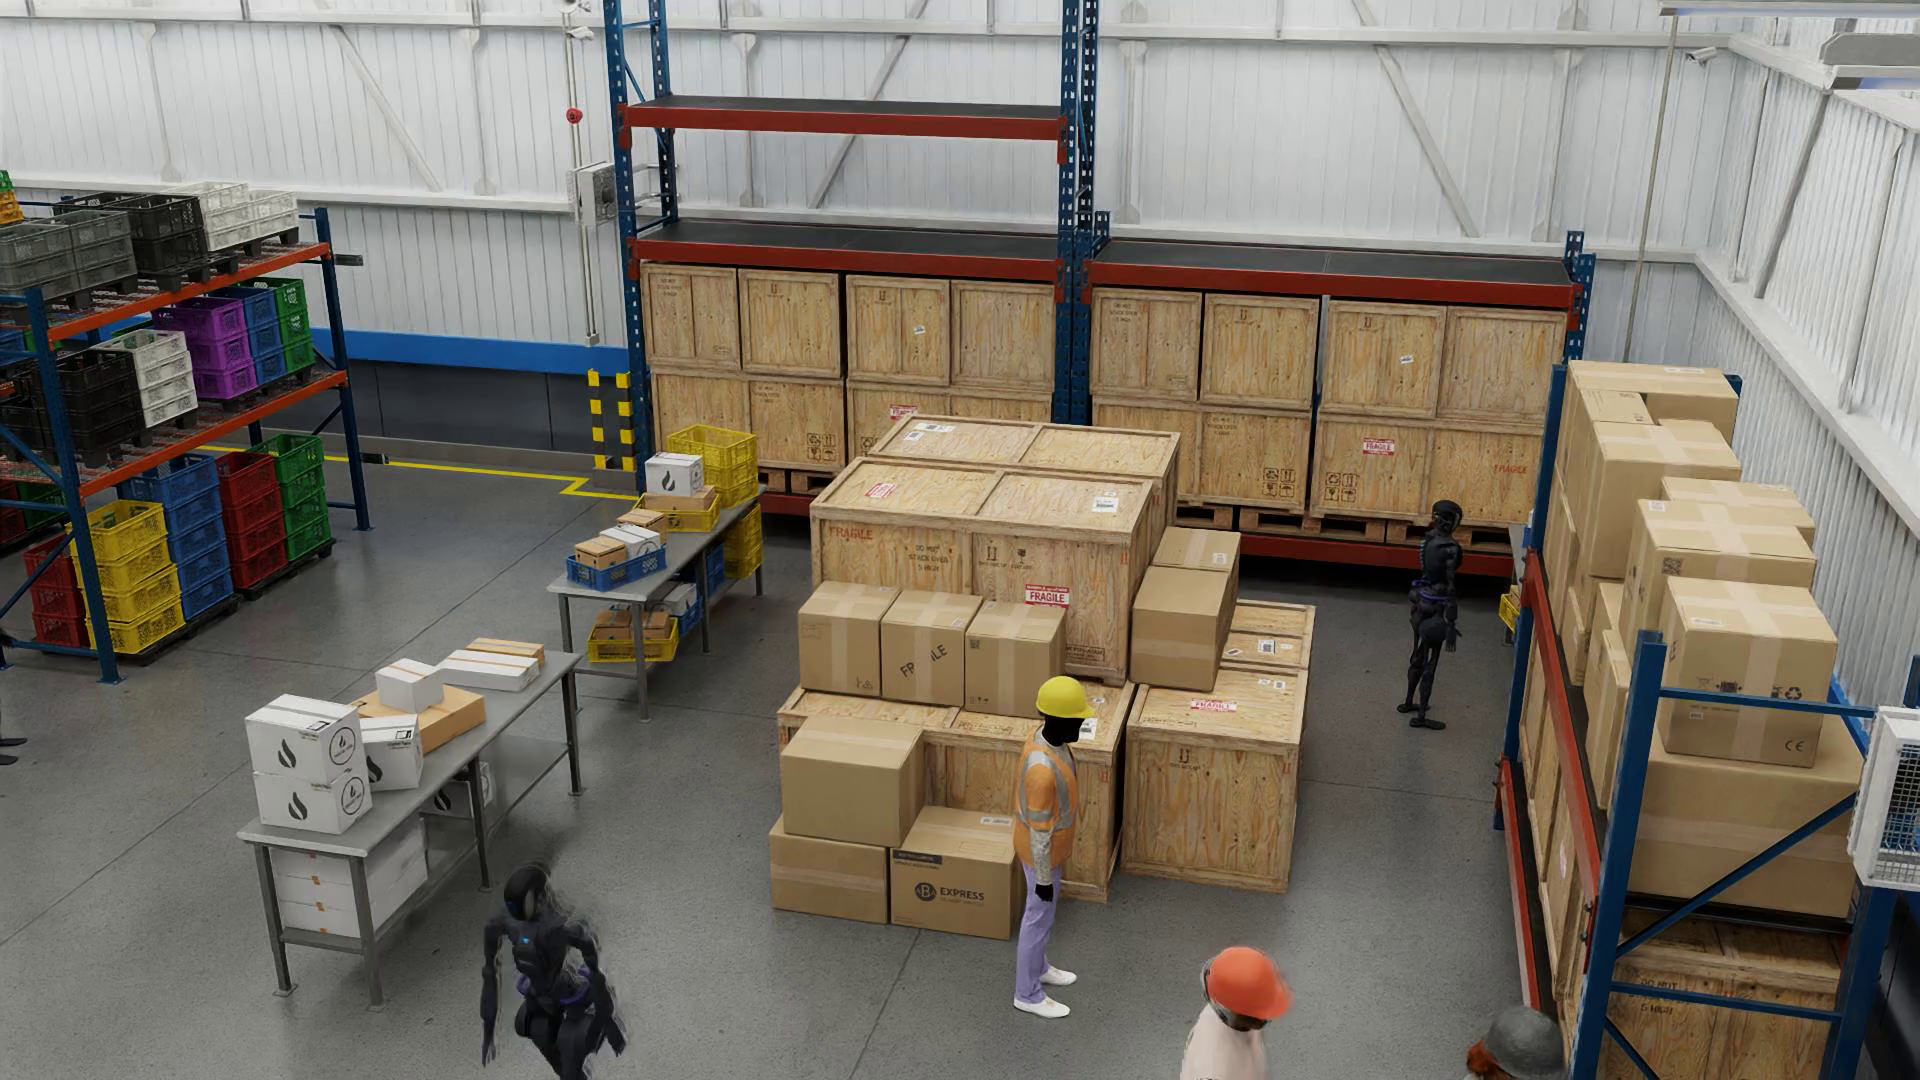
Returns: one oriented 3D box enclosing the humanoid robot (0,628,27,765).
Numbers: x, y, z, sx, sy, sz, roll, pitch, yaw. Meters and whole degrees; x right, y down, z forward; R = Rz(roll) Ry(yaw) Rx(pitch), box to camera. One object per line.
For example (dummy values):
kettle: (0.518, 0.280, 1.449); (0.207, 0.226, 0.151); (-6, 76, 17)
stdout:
humanoid robot: (-6.608, 0.697, 11.232); (0.316, 1.657, 0.605); (-6, 22, -14)

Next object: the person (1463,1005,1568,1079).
person: (1.928, 2.529, 5.951); (0.684, 2.000, 0.536); (-18, 27, -38)

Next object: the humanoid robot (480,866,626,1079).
humanoid robot: (-1.831, 2.138, 7.554); (0.579, 1.621, 0.791); (7, 22, 18)

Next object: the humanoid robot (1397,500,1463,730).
humanoid robot: (3.353, 0.503, 11.742); (0.328, 1.653, 0.601); (-1, 21, -3)

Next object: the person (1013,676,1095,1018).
person: (0.478, 1.577, 8.615); (0.398, 1.919, 0.586); (3, 21, 8)

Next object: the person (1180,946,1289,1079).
person: (1.006, 2.395, 6.398); (0.407, 1.976, 0.642); (7, 22, 17)
